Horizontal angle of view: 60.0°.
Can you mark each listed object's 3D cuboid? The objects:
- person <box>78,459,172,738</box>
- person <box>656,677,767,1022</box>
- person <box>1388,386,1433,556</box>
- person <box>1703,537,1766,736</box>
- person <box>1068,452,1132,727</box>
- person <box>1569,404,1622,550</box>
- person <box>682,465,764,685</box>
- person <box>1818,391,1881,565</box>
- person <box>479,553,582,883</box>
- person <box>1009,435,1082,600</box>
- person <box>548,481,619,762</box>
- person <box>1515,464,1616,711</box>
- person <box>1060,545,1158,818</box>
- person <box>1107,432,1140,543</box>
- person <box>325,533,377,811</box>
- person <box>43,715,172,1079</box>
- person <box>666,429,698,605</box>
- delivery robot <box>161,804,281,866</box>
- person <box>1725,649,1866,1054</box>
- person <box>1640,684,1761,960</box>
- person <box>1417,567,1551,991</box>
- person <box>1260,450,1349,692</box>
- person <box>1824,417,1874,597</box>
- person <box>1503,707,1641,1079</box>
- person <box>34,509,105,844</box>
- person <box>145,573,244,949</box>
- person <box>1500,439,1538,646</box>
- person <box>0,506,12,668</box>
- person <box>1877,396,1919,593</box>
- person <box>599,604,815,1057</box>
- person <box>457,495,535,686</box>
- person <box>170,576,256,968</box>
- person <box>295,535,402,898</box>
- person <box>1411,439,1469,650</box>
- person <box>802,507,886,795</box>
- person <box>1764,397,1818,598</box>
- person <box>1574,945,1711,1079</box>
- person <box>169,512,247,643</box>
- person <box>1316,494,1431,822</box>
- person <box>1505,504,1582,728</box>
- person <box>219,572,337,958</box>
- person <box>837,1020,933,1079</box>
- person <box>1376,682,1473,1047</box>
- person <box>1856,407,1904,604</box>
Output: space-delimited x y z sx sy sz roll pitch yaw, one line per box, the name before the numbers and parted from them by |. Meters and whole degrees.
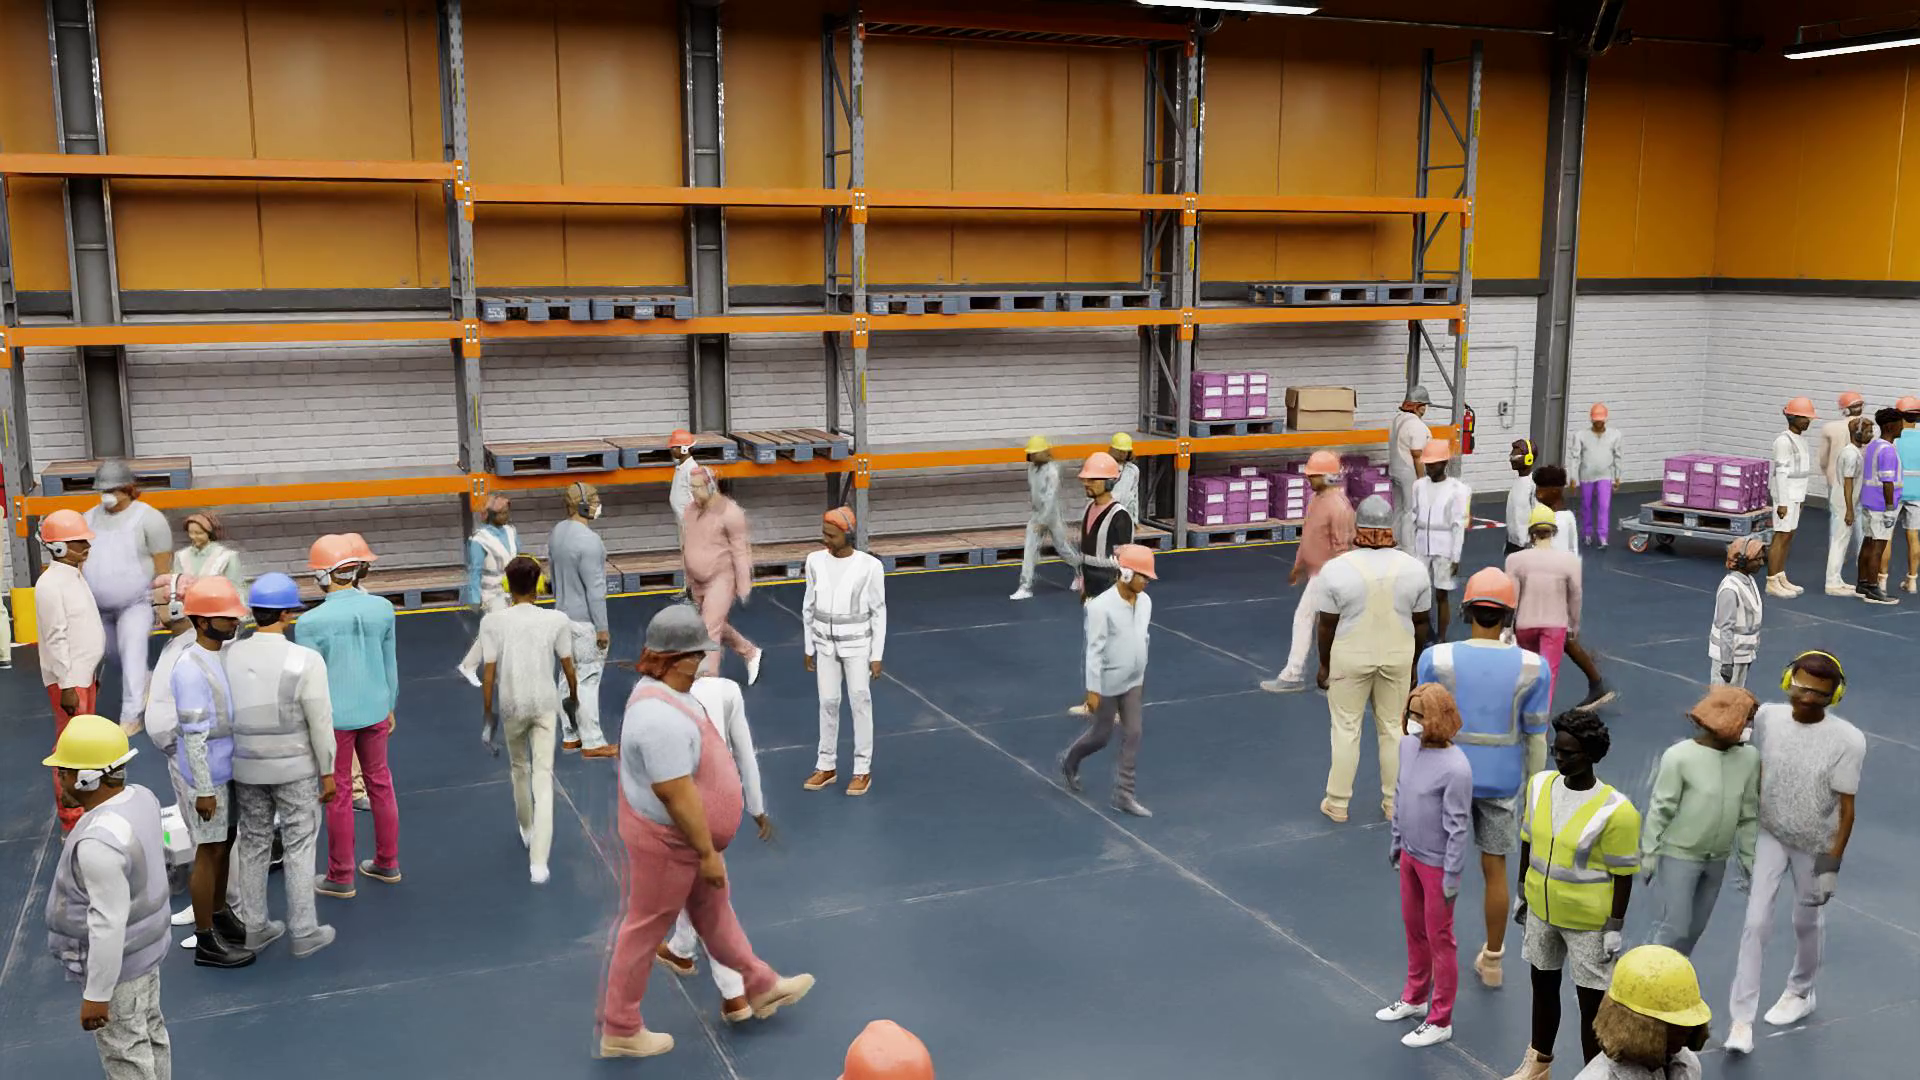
person | -6.156 0.373 12.263 0.692 2.000 0.858 1 10 7
person | -1.194 1.273 7.732 0.649 1.826 1.011 -8 13 -39
person | 5.056 -0.713 18.522 0.535 2.000 0.680 -2 10 -9
person | 5.143 0.788 11.061 0.312 1.632 0.514 8 12 38
person | 1.035 0.367 12.280 0.387 2.045 0.611 -4 11 -21
person | 7.493 -0.741 19.604 0.596 1.707 0.854 3 10 16
person | -1.875 0.325 13.073 0.665 1.880 0.851 9 13 41
person | 9.912 -0.679 18.541 0.660 1.964 0.525 7 12 36
person | -2.433 0.974 9.459 0.546 1.817 0.998 -2 10 -14
person | 0.929 -0.258 16.943 0.923 1.689 0.474 -9 13 -42
person | -2.604 0.556 11.499 0.371 1.941 0.627 -8 13 -38
person | 4.521 0.373 12.609 0.869 1.937 0.645 4 11 23
person | 0.932 0.856 10.468 0.577 1.707 0.717 -9 13 -42
person | 1.562 -0.193 16.383 0.487 1.743 0.299 -5 11 -27
person | -3.808 0.823 10.495 0.327 1.752 0.562 -3 10 -14
person | -3.139 1.537 6.154 0.403 1.834 0.589 -2 10 -13
person | -2.737 -0.229 16.561 0.341 1.750 0.566 -4 11 -21
delivery robot | -4.189 1.578 9.329 0.477 0.478 0.707 8 13 40
person | 3.628 1.350 7.283 0.908 1.811 0.539 -9 14 -43
person | 3.299 1.424 7.446 0.537 1.609 0.376 -3 10 -17
person | 2.457 1.134 7.923 0.617 2.028 0.409 2 10 12
person | 2.947 0.243 13.293 1.012 1.953 0.612 -1 10 -4
person | 9.079 -0.343 16.994 0.349 1.837 0.502 5 11 27
person | 2.462 1.507 6.724 0.316 1.696 0.541 -6 12 -31
person | -5.263 0.805 9.905 0.379 1.996 0.611 -3 10 -17
person | -3.899 1.103 8.448 0.408 1.904 0.654 -7 12 -34
person | 4.939 0.039 14.677 0.327 1.874 0.520 -1 10 -6
person | -8.136 0.252 13.785 0.324 1.752 0.562 0 10 1
person | 9.692 -0.465 17.127 0.614 2.035 0.410 2 10 10
person | -1.141 1.241 7.263 0.972 2.000 0.690 -1 10 -4
person | -3.697 0.426 13.218 0.843 1.598 0.514 3 10 17
person | -3.641 1.128 8.212 0.375 1.934 0.551 -1 10 -8
person | -3.349 0.954 9.087 0.403 1.986 0.611 7 12 34
person | 4.058 0.092 14.231 0.414 1.921 0.554 -9 13 -43
person | -0.757 0.711 10.764 0.575 1.886 0.362 4 11 24
person | 8.462 -0.437 16.926 0.370 2.041 0.615 8 13 40
person | 1.776 1.892 4.373 0.491 1.744 0.295 -7 12 -35
person | -5.470 0.608 12.106 0.530 1.630 0.367 3 10 14
person | 2.506 0.722 10.255 0.684 2.000 0.538 0 10 -1
person | 4.124 0.609 11.833 0.526 1.724 0.908 5 11 26
person | -3.382 1.123 8.268 0.616 1.933 0.420 1 10 8
person | -0.159 1.968 3.900 0.572 1.749 0.342 -8 13 -38
person | 2.068 1.426 7.389 0.291 1.633 0.503 -3 10 -16
person | 9.233 -0.353 16.662 0.367 1.966 0.605 2 10 12
